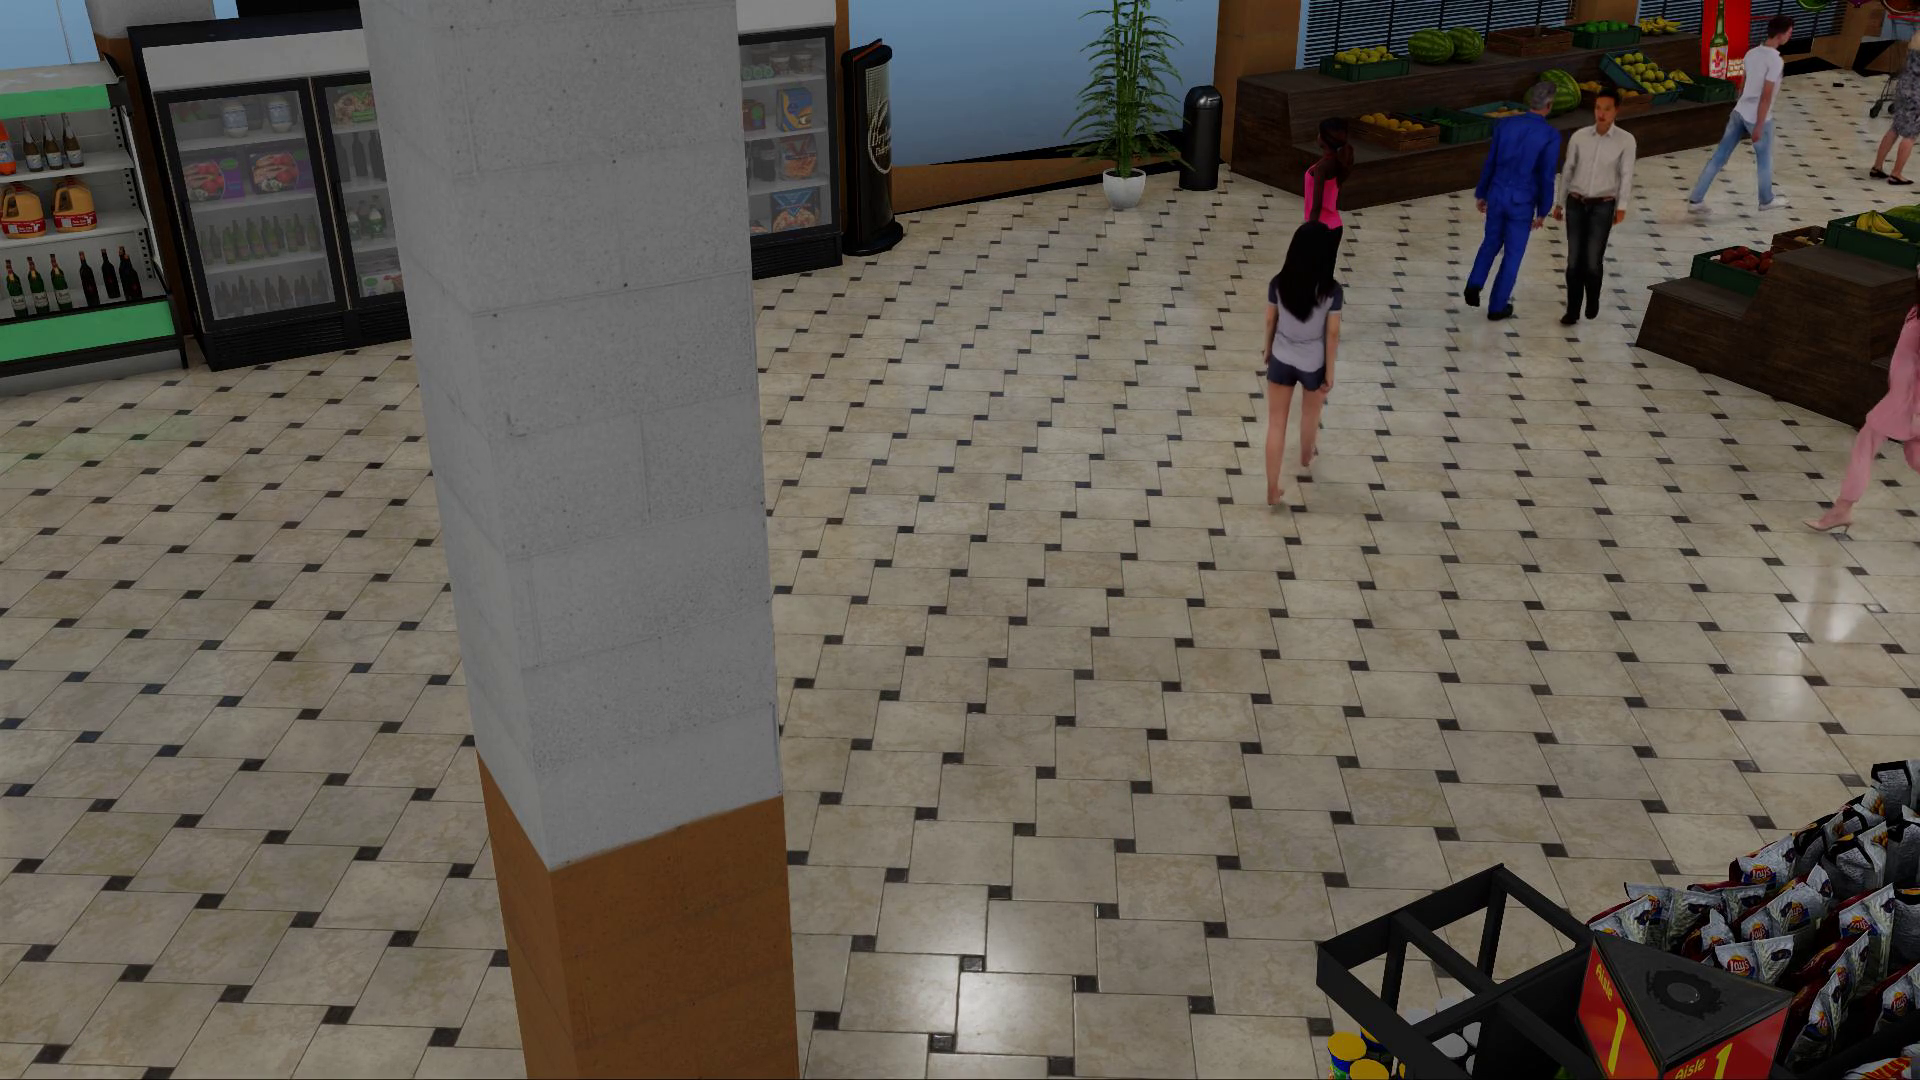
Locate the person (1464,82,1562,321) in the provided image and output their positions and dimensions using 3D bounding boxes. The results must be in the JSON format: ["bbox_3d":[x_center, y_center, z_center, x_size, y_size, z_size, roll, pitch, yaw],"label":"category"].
[{"bbox_3d":[4.182,-2.562,12.731,0.860,1.800,0.905,23,35,38],"label":"person"}]

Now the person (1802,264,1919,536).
[{"bbox_3d":[5.338,-0.727,9.150,0.947,1.766,1.144,20,33,34],"label":"person"}]

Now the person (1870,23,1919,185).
[{"bbox_3d":[9.361,-4.388,16.447,0.673,1.695,0.672,-3,27,-6],"label":"person"}]

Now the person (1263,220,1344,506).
[{"bbox_3d":[1.969,-1.002,9.815,1.047,1.655,1.165,10,28,18],"label":"person"}]

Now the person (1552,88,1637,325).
[{"bbox_3d":[4.842,-2.547,12.698,0.778,1.802,0.808,18,32,31],"label":"person"}]

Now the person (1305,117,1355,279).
[{"bbox_3d":[2.660,-2.238,12.175,0.691,1.724,0.581,22,34,36],"label":"person"}]

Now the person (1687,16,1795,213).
[{"bbox_3d":[7.133,-3.805,15.194,1.357,1.788,0.922,-8,28,-15],"label":"person"}]
